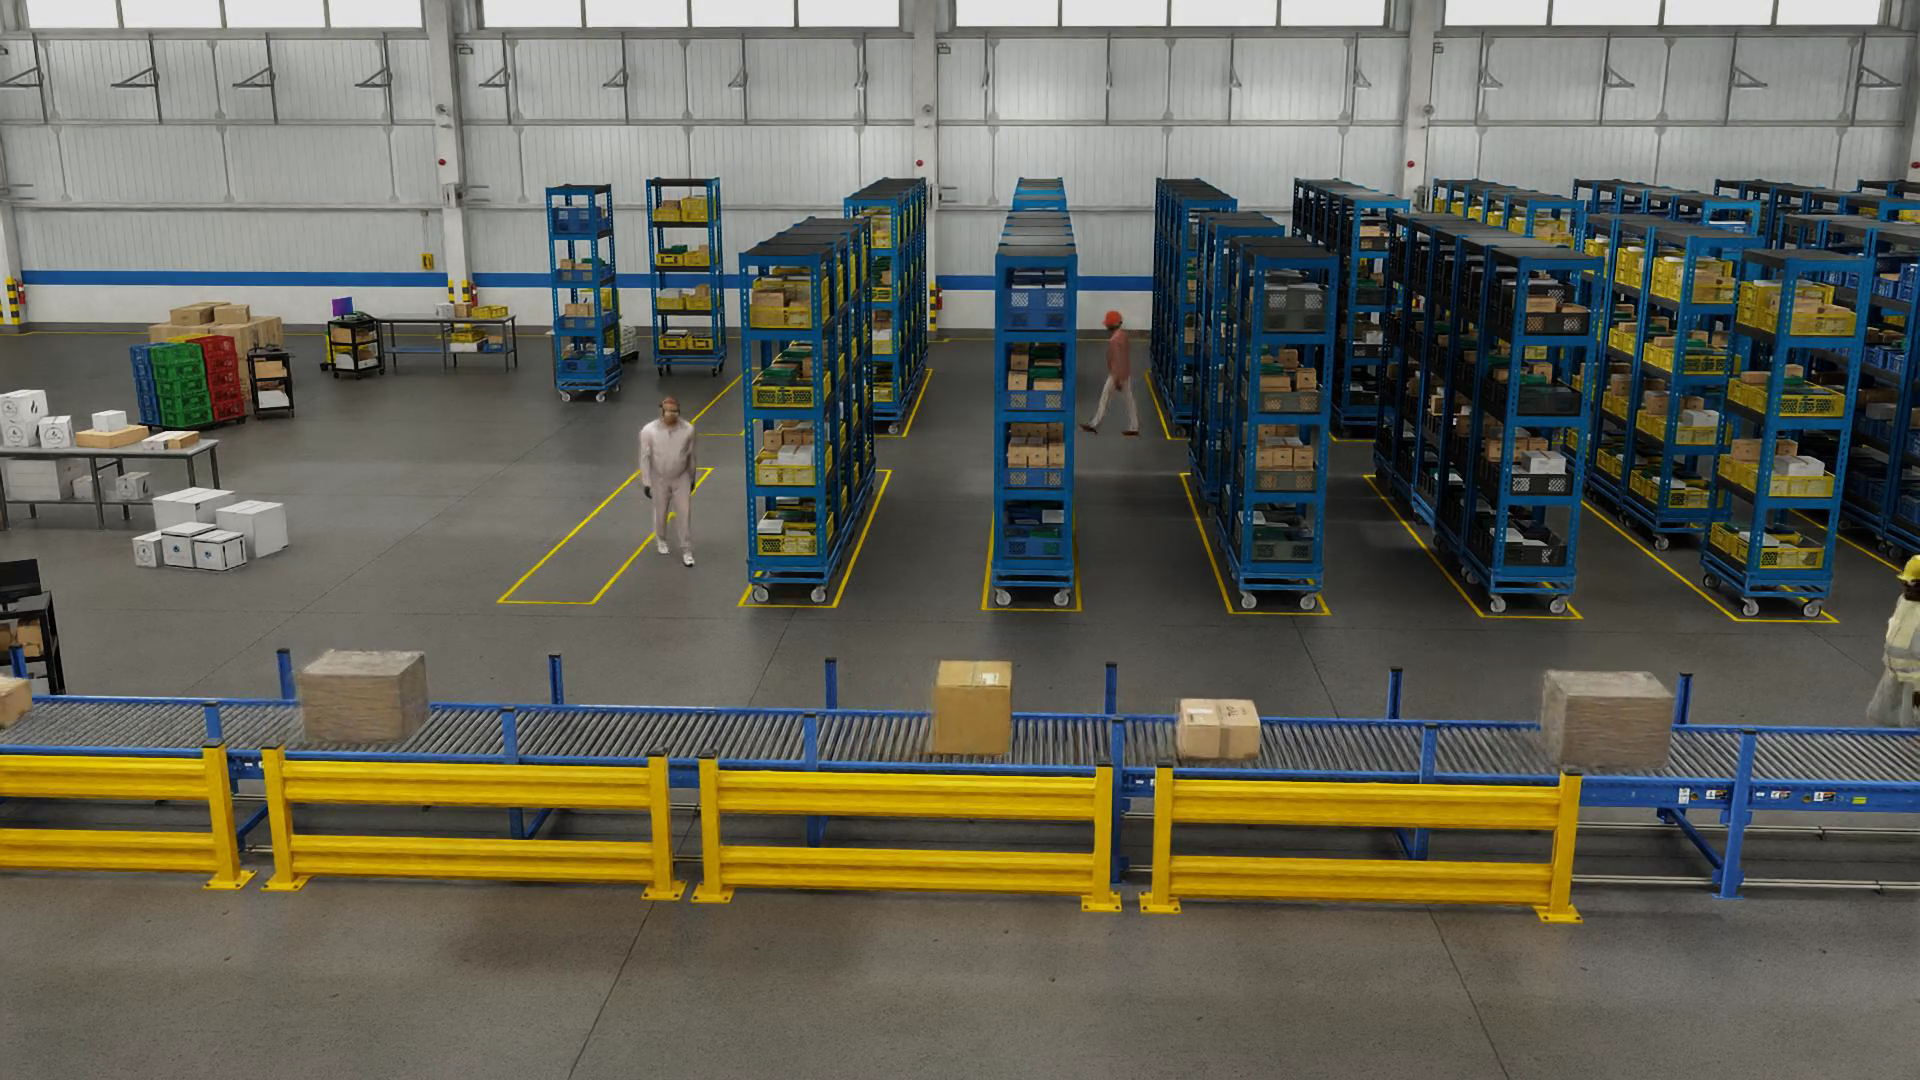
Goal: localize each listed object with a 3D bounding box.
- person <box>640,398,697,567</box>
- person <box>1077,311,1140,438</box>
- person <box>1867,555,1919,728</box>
[{"bbox_3d":[-3.242,-0.681,18.561,0.645,1.862,0.985,-5,16,-17],"label":"person"},{"bbox_3d":[2.302,-2.517,25.188,0.999,1.933,0.716,7,17,25],"label":"person"},{"bbox_3d":[7.102,0.993,12.403,0.410,1.817,0.616,-1,15,-4],"label":"person"}]
